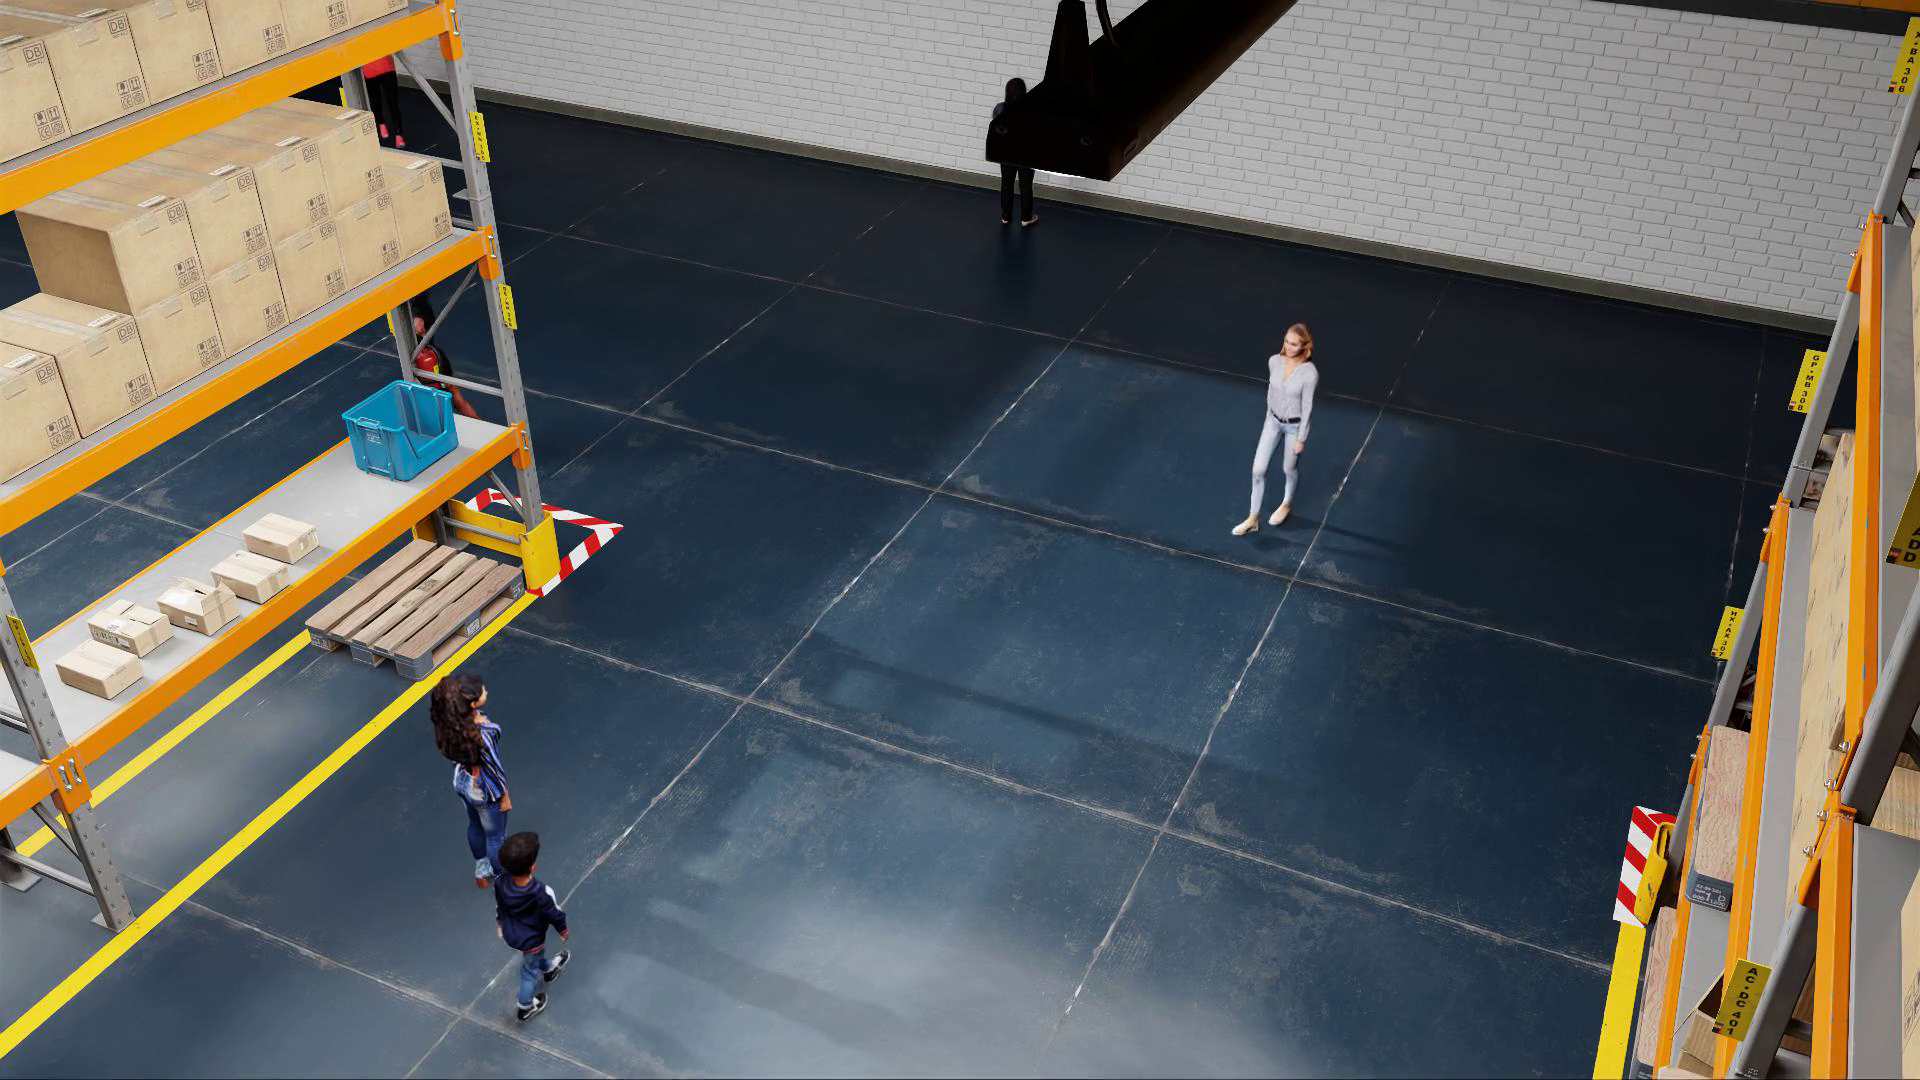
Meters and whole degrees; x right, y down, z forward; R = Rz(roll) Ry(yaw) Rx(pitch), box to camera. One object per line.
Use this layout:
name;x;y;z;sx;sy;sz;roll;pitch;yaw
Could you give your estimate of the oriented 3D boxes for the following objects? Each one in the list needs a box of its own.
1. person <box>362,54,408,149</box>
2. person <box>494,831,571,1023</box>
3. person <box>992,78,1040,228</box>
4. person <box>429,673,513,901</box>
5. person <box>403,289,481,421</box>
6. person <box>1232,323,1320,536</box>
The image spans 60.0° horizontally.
person;-6.978;-5.551;19.896;1.143;1.644;1.120;-16;37;-22
person;-2.333;2.091;8.801;0.549;1.200;0.704;16;37;23
person;0.613;-4.159;17.839;0.662;1.603;0.637;16;37;22
person;-2.729;1.399;9.459;0.680;1.622;0.654;28;43;35
person;-4.239;-1.363;13.559;1.160;1.685;1.204;-7;34;-10
person;2.557;-0.880;12.754;0.993;1.770;0.824;-28;43;-36
